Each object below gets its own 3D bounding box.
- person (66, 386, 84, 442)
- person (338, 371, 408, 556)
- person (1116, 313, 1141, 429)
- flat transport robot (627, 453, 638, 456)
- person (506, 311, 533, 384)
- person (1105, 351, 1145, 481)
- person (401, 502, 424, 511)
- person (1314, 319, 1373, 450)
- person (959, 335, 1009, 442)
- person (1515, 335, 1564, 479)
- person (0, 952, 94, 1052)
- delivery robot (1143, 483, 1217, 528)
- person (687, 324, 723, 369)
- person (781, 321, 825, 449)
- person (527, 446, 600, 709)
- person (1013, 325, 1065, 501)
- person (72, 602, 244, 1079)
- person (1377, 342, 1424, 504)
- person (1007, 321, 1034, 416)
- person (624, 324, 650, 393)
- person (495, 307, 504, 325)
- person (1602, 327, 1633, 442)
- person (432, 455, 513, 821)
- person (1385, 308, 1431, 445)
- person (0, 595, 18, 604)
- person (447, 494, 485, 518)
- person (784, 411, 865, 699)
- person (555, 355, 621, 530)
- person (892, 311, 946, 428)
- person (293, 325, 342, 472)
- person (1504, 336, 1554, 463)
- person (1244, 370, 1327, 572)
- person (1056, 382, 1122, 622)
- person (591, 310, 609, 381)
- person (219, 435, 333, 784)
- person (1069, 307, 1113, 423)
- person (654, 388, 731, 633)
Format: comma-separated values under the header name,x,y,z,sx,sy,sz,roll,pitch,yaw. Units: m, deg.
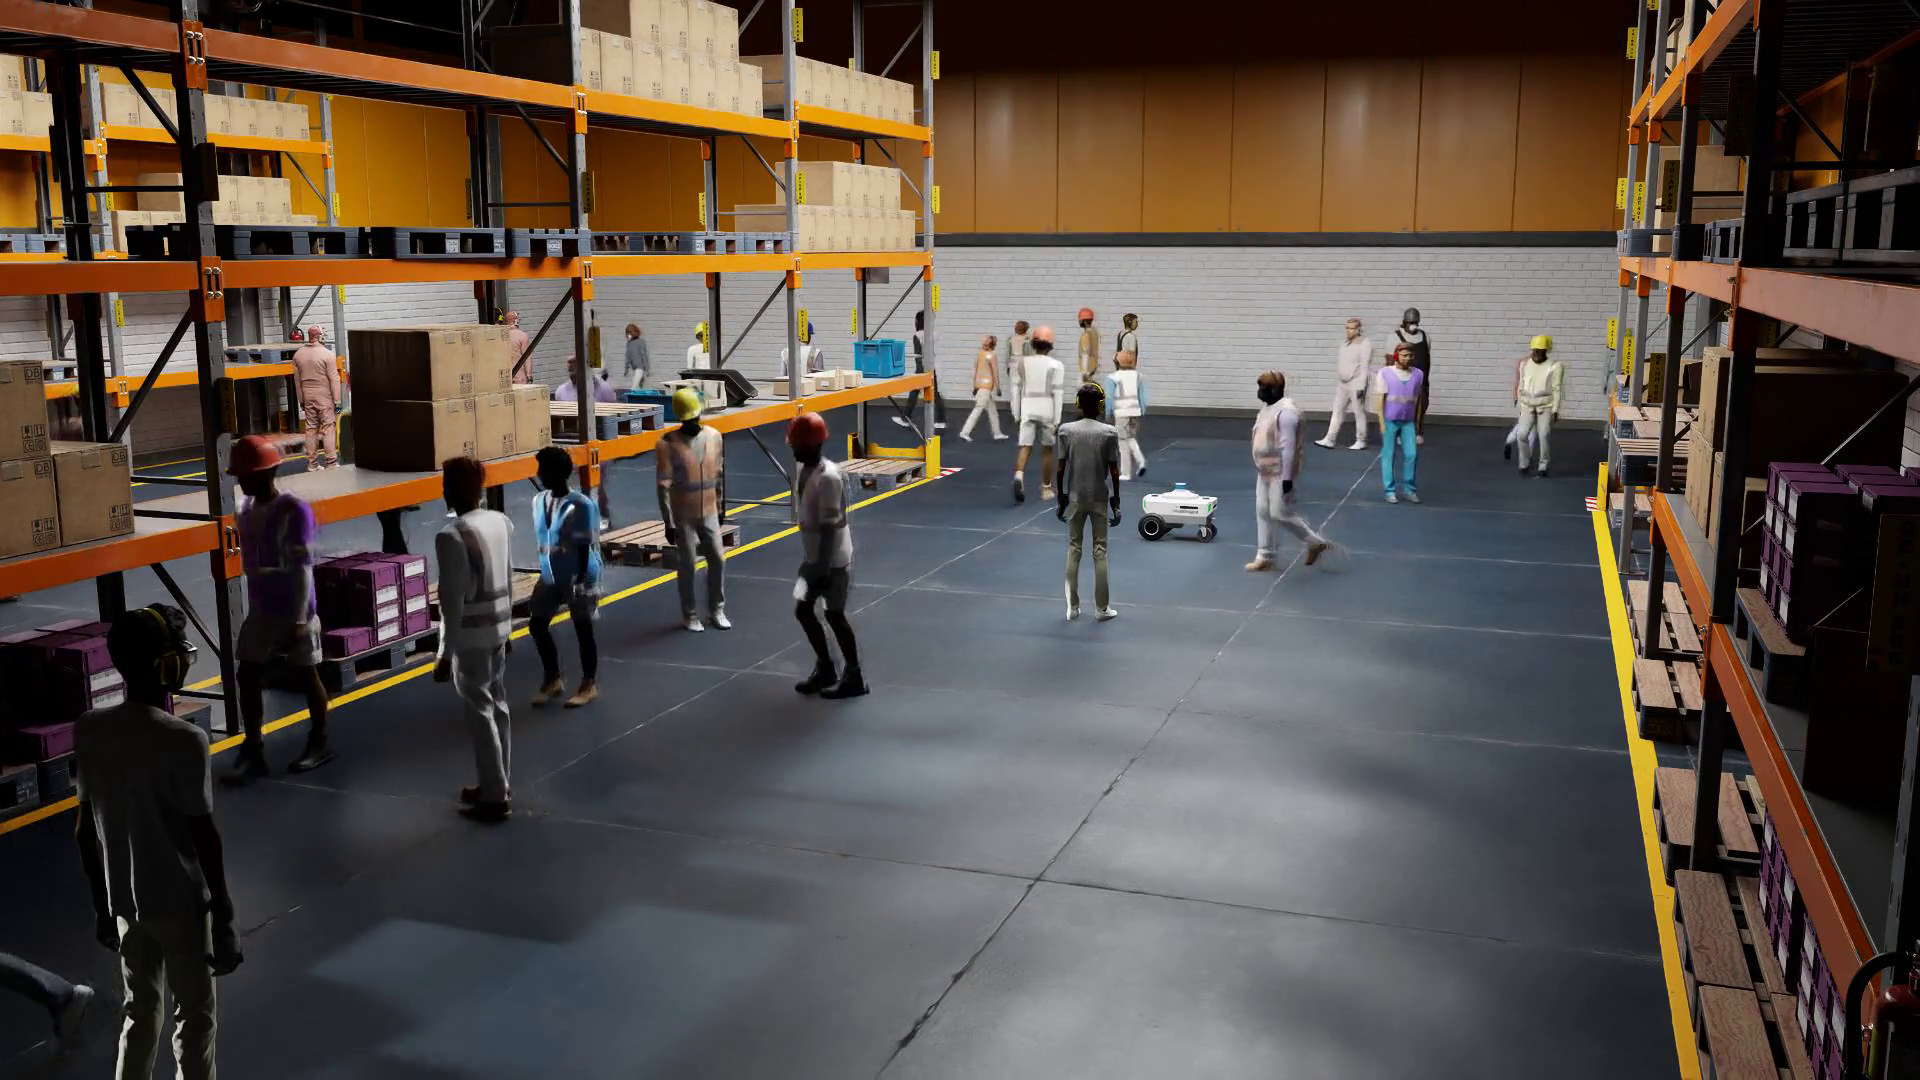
name,x,y,z,sx,sy,sz,roll,pitch,yaw
person,-7.814,-0.533,14.703,0.847,1.731,0.533,-10,14,-44
person,-4.922,-0.522,14.103,0.632,1.915,0.992,1,10,4
person,2.672,-2.691,26.535,0.345,1.842,0.500,-4,11,-23
flat transport robot,-4.766,-1.361,23.466,0.652,0.197,1.431,0,10,1
person,-6.904,-2.596,25.816,0.651,1.906,0.403,3,11,19
person,2.046,-1.535,20.637,0.524,1.615,0.383,-6,12,-31
person,-6.054,-1.264,18.282,0.457,1.916,0.561,9,13,40
person,5.505,-2.202,23.668,0.804,1.873,0.675,-5,11,-26
person,0.338,-2.260,24.801,0.864,1.594,0.495,-4,11,-22
person,7.205,-1.649,20.759,0.604,1.812,0.570,8,13,39
person,-3.497,1.112,5.778,0.704,1.612,0.504,-8,13,-38
delivery robot,2.194,-0.324,16.566,0.707,0.478,0.477,3,11,19
person,-3.886,-2.423,25.326,0.536,1.719,0.832,-3,11,-19
person,-2.035,-1.892,21.745,0.614,1.943,0.404,3,11,19
person,-2.501,0.248,10.428,0.548,1.676,0.502,6,12,29
person,0.855,-1.416,18.866,0.617,2.026,0.775,4,11,22
person,-2.403,1.114,5.033,0.532,1.868,0.310,3,11,19
person,4.978,-1.324,18.856,0.583,1.834,0.490,-2,10,-9
person,1.028,-2.943,28.590,0.537,1.624,0.345,6,12,32
person,-5.526,-2.906,28.463,0.855,1.579,0.513,-8,13,-37
person,-7.858,-3.029,28.363,0.532,1.868,0.310,3,11,19
person,9.628,-2.227,24.204,0.374,1.730,0.514,-6,12,-29
person,-2.473,0.495,8.491,0.356,1.884,0.584,3,10,14
person,6.568,-2.385,24.251,0.705,2.000,0.670,-2,10,-9
person,-8.066,-0.402,13.210,0.986,1.992,0.627,-9,14,-42
person,-5.419,-1.161,17.785,0.595,1.895,0.480,7,12,33
person,-0.861,0.109,10.614,0.602,1.890,0.559,-5,11,-27
person,-3.754,-0.947,16.755,0.649,1.840,1.073,3,10,14
person,-0.608,-2.739,26.752,1.023,1.856,0.608,7,12,33
person,-8.215,-1.811,21.396,0.651,1.906,0.403,3,11,19
person,7.587,-1.859,22.166,0.553,1.726,0.561,-8,13,-38
person,2.909,-0.606,14.834,0.634,1.831,0.648,-2,10,-13
person,1.004,-0.296,12.969,0.532,1.868,0.310,3,11,19
person,-5.803,-2.666,26.121,0.677,1.931,0.640,1,10,8
person,-3.758,0.387,9.044,0.548,1.905,0.777,3,11,18
person,2.101,-2.788,26.846,0.628,1.926,0.558,5,11,27
person,-2.003,-0.209,12.449,0.630,1.874,0.555,-8,13,-39
